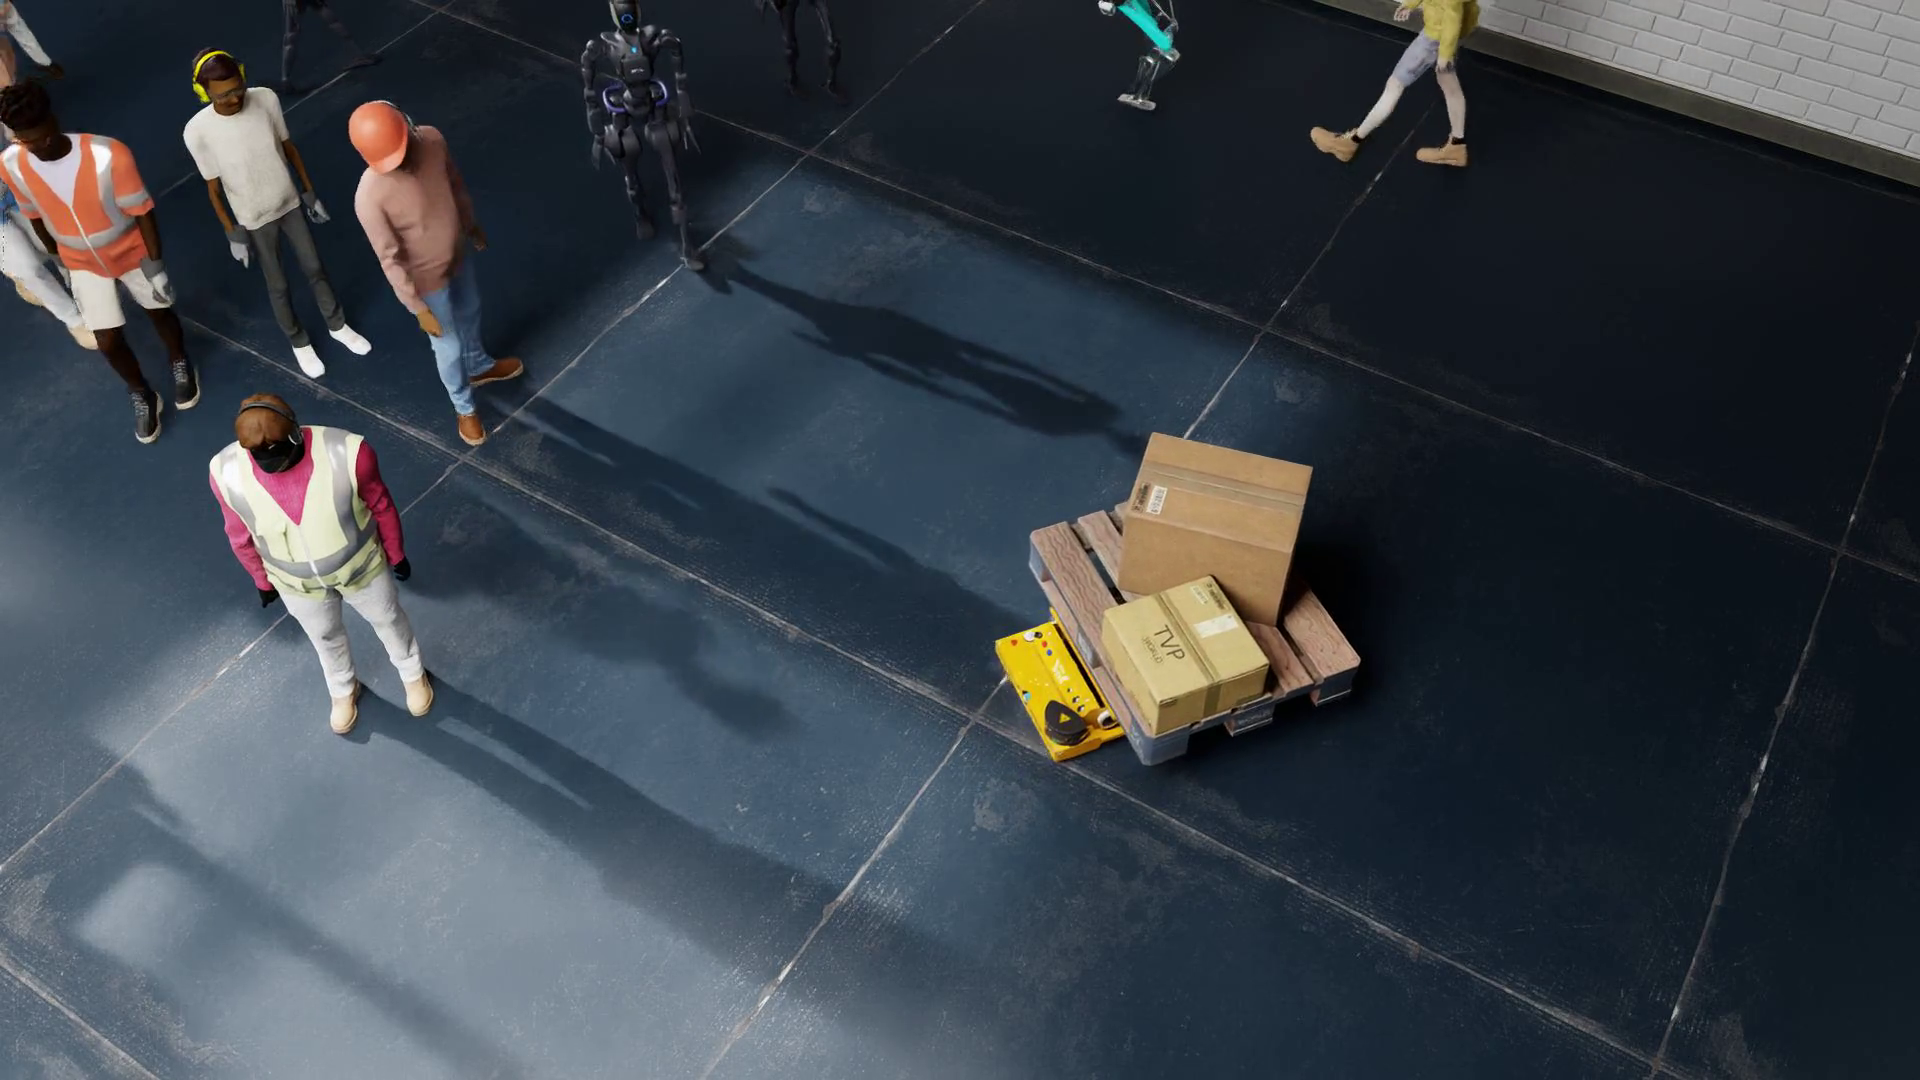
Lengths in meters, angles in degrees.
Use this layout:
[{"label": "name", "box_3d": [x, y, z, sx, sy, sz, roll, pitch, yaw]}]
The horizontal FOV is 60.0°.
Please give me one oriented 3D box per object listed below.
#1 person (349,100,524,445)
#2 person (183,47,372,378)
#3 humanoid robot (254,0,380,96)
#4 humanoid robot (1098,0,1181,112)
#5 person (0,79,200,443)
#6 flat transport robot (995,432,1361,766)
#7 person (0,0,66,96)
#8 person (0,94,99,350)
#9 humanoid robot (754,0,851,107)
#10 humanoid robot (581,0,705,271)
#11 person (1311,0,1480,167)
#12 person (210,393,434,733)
[{"label": "person", "box_3d": [-2.461, -1.318, 7.858, 0.361, 1.946, 0.725, 15, 51, 13]}, {"label": "person", "box_3d": [-3.364, -1.589, 8.154, 0.349, 1.857, 0.514, 34, 57, 26]}, {"label": "humanoid robot", "box_3d": [-4.039, -3.441, 9.912, 0.770, 1.623, 0.595, -18, 51, -15]}, {"label": "humanoid robot", "box_3d": [1.127, -3.191, 9.681, 0.737, 1.867, 0.539, 25, 53, 20]}, {"label": "person", "box_3d": [-4.010, -1.287, 7.836, 0.606, 1.938, 0.688, -10, 50, -9]}, {"label": "flat transport robot", "box_3d": [0.940, 0.467, 7.407, 1.431, 0.231, 0.659, -17, 51, -15]}, {"label": "person", "box_3d": [-5.168, -2.492, 8.923, 0.988, 1.871, 0.596, 8, 49, 7]}, {"label": "person", "box_3d": [-4.889, -1.725, 8.306, 0.663, 1.807, 0.684, 28, 54, 22]}, {"label": "humanoid robot", "box_3d": [-0.925, -3.289, 9.759, 0.604, 1.639, 0.539, -22, 52, -18]}, {"label": "humanoid robot", "box_3d": [-1.675, -2.171, 8.798, 0.596, 1.625, 0.750, -15, 51, -13]}, {"label": "person", "box_3d": [2.589, -2.904, 9.313, 0.972, 1.840, 0.496, 12, 50, 11]}, {"label": "person", "box_3d": [-2.533, 0.106, 6.679, 0.629, 1.842, 0.429, -11, 50, -10]}]
